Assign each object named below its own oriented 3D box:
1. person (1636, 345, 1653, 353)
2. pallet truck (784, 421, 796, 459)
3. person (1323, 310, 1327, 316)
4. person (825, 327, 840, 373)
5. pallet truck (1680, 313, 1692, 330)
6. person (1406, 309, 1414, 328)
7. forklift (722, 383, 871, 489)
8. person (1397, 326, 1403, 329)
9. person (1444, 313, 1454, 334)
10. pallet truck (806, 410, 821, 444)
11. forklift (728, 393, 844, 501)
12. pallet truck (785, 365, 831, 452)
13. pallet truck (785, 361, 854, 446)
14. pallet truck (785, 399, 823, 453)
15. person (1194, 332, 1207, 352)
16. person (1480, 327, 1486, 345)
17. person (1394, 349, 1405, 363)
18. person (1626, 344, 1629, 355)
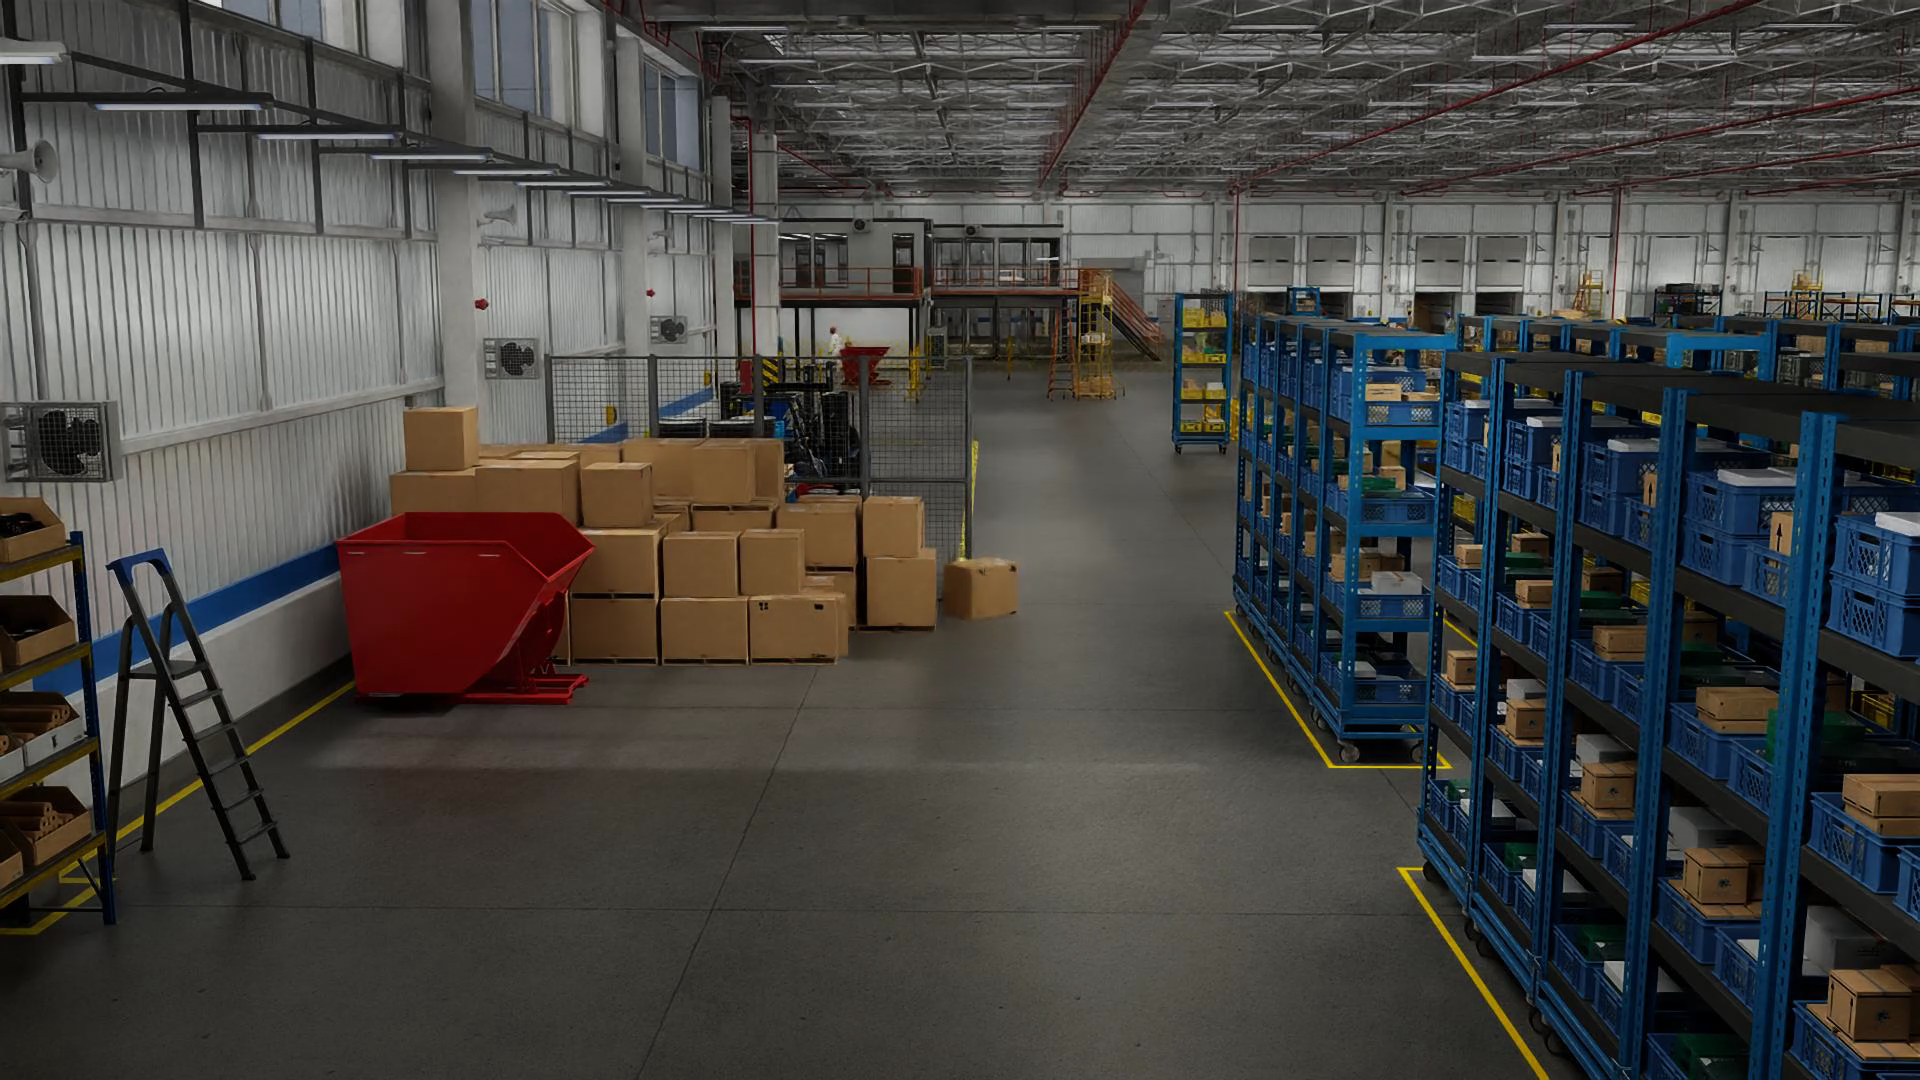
[{"bbox_3d":[24.429,-6.525,59.399,0.683,2.000,0.538,0,9,-2],"label":"person"},{"bbox_3d":[-4.013,-1.793,32.705,1.601,1.201,0.680,0,9,1],"label":"pallet truck"},{"bbox_3d":[20.268,-11.880,92.802,0.529,1.919,0.566,6,11,34],"label":"person"},{"bbox_3d":[-5.152,-7.583,66.473,0.803,1.856,0.613,2,9,12],"label":"person"},{"bbox_3d":[36.315,-10.531,84.244,0.823,1.965,1.885,-6,11,-33],"label":"pallet truck"},{"bbox_3d":[25.636,-12.206,94.827,0.393,1.921,0.586,8,12,41],"label":"person"},{"bbox_3d":[-2.893,-1.687,28.729,2.680,1.987,1.157,0,9,-1],"label":"forklift"},{"bbox_3d":[16.357,-6.947,61.993,0.373,2.044,0.606,1,9,5],"label":"person"},{"bbox_3d":[25.238,-10.778,85.972,0.423,1.940,0.600,-6,11,-32],"label":"person"},{"bbox_3d":[-3.559,-2.018,33.905,1.522,1.261,0.704,0,9,-1],"label":"pallet truck"},{"bbox_3d":[-2.979,-1.316,26.476,2.680,1.987,1.157,0,9,1],"label":"forklift"},{"bbox_3d":[-3.774,-2.976,37.635,1.885,1.965,0.823,1,9,5],"label":"pallet truck"},{"bbox_3d":[-3.410,-3.193,38.978,1.885,1.965,0.823,0,9,-1],"label":"pallet truck"},{"bbox_3d":[-3.814,-2.432,36.419,1.630,1.274,0.653,0,9,1],"label":"pallet truck"},{"bbox_3d":[11.083,-9.226,76.707,0.647,1.828,0.523,-2,9,-11],"label":"person"},{"bbox_3d":[24.690,-9.493,77.962,0.814,1.969,0.613,-5,10,-27],"label":"person"},{"bbox_3d":[13.564,-5.080,51.326,0.316,1.769,0.523,-2,10,-15],"label":"person"},{"bbox_3d":[23.532,-6.397,59.194,0.522,1.855,0.388,6,11,33],"label":"person"}]
